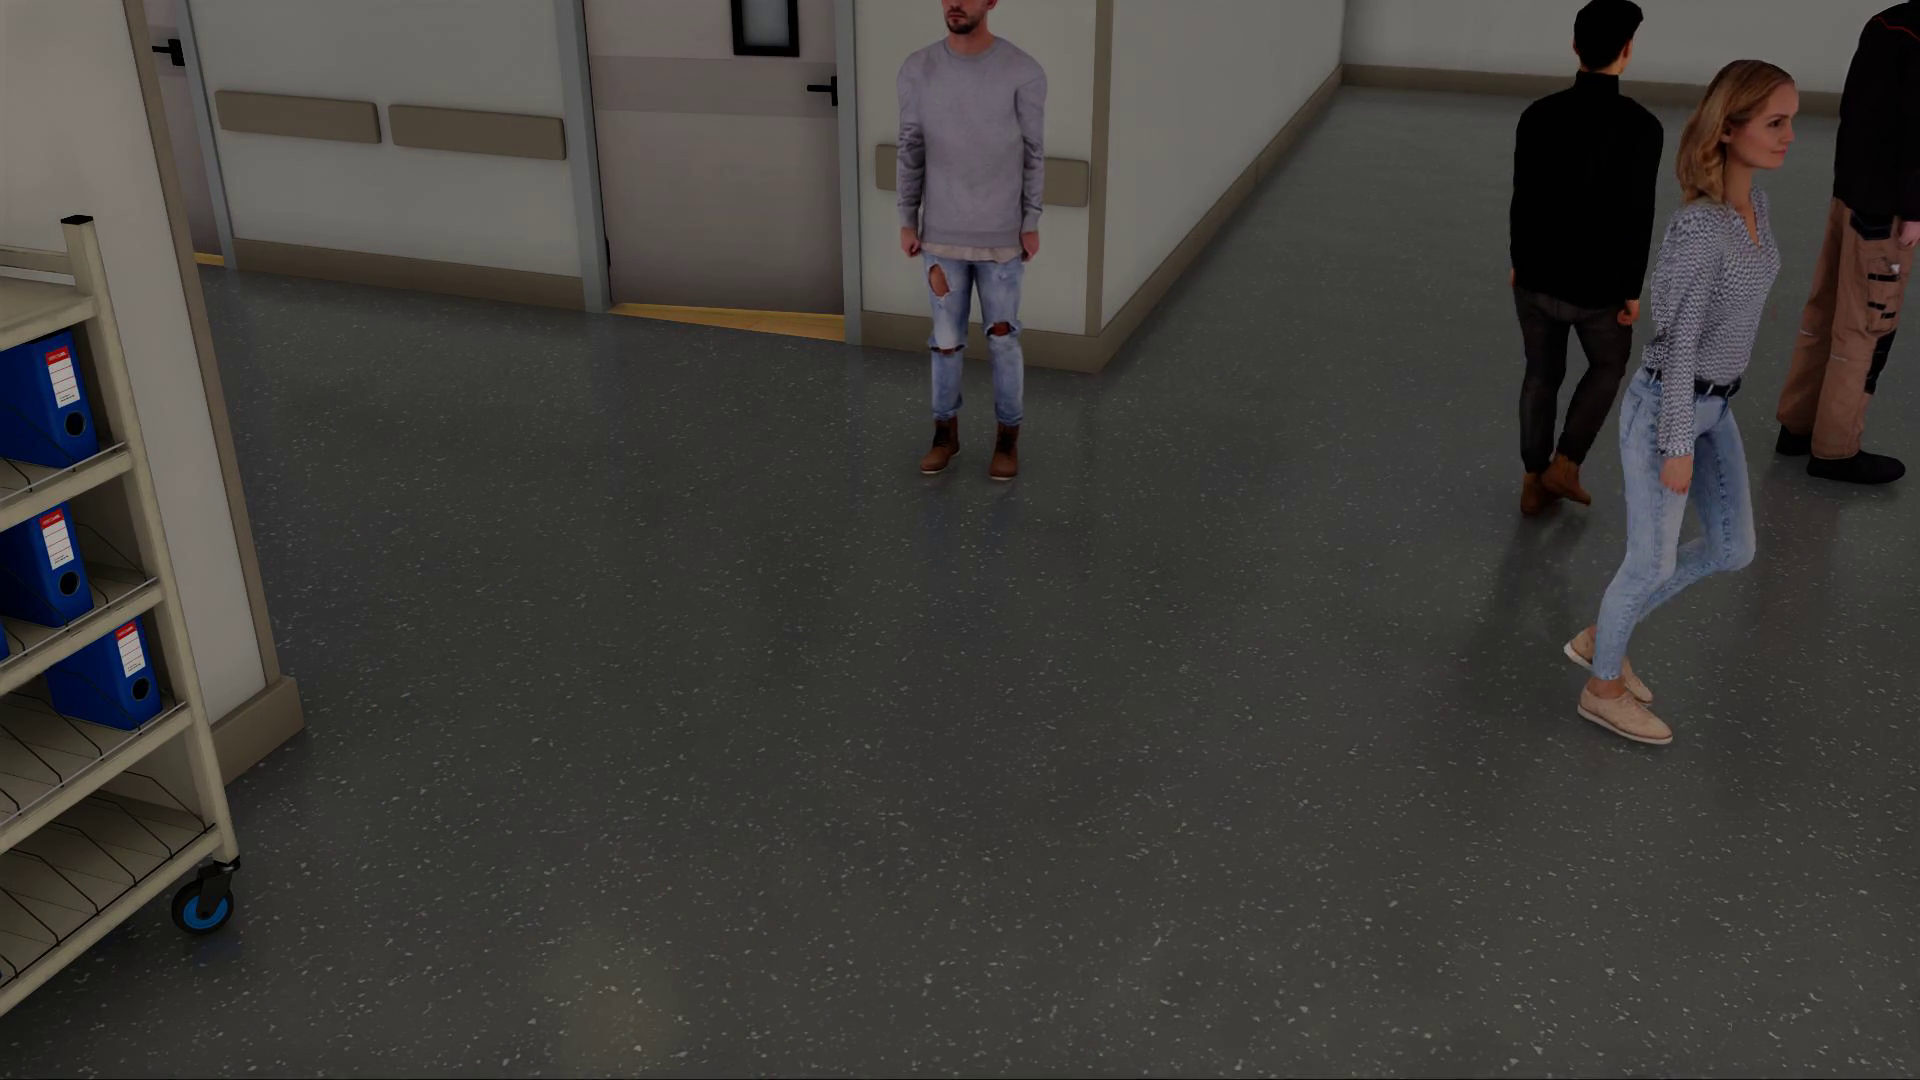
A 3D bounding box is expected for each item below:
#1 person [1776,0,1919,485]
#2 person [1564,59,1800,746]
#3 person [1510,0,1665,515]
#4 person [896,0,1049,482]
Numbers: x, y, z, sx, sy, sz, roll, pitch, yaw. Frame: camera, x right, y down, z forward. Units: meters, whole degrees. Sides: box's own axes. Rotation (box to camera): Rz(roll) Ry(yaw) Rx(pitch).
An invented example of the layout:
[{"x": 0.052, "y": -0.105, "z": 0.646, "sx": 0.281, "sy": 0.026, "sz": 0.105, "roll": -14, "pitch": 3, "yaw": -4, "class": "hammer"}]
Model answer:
[{"x": 3.222, "y": -1.169, "z": 5.838, "sx": 0.822, "sy": 1.923, "sz": 0.657, "roll": 1, "pitch": 26, "yaw": 2, "class": "person"}, {"x": 1.749, "y": -0.312, "z": 4.219, "sx": 0.779, "sy": 1.786, "sz": 0.695, "roll": 23, "pitch": 34, "yaw": 39, "class": "person"}, {"x": 1.988, "y": -0.875, "z": 5.476, "sx": 0.725, "sy": 1.707, "sz": 0.746, "roll": -23, "pitch": 34, "yaw": -39, "class": "person"}, {"x": 0.043, "y": -1.106, "z": 5.806, "sx": 0.697, "sy": 1.836, "sz": 0.581, "roll": 5, "pitch": 26, "yaw": 10, "class": "person"}]
